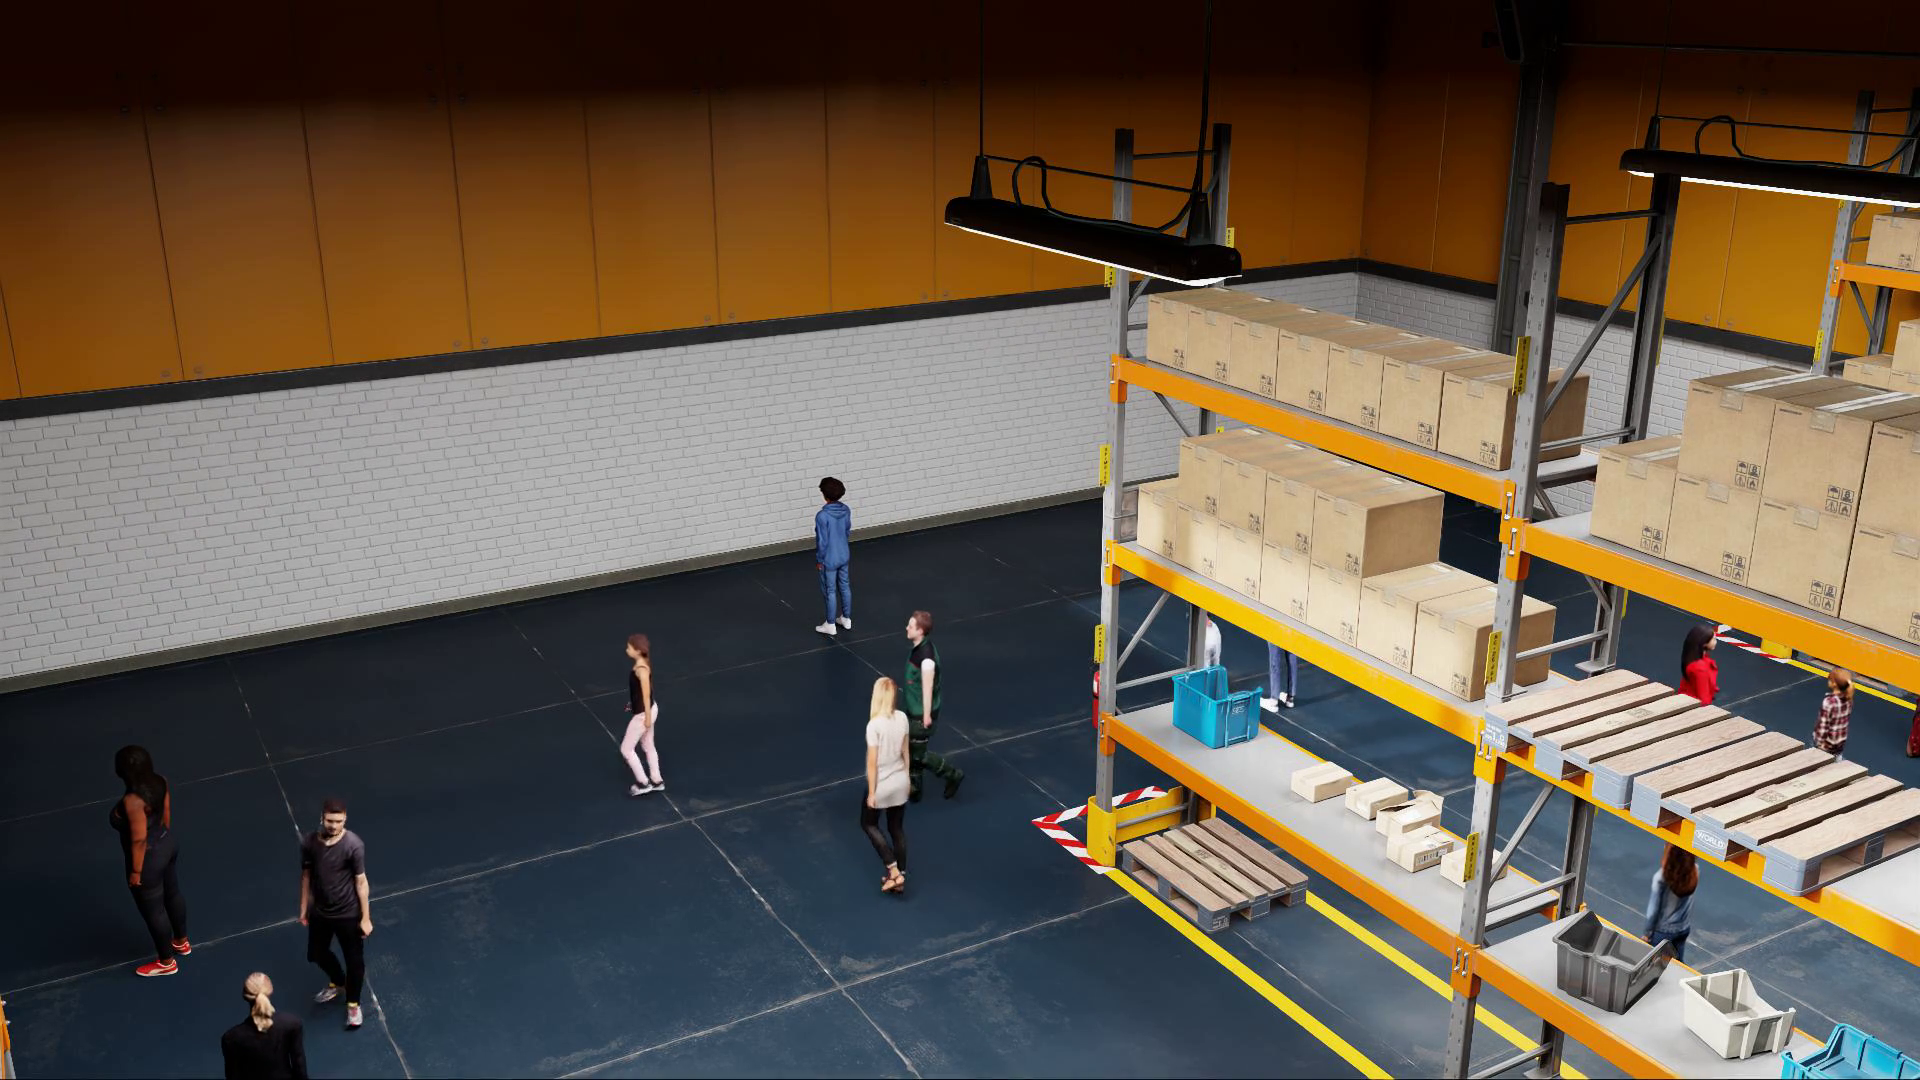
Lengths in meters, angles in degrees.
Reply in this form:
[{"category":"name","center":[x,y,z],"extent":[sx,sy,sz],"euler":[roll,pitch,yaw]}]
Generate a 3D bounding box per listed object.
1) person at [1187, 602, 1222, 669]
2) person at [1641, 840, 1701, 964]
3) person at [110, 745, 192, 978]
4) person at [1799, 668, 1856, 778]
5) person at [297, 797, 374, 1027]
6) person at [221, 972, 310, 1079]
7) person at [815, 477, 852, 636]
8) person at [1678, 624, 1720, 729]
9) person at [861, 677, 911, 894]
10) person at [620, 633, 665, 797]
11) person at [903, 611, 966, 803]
[{"category":"person","center":[2.302,1.382,15.092],"extent":[1.153,1.814,1.052],"euler":[8,20,22]},{"category":"person","center":[4.991,2.713,11.672],"extent":[0.575,1.474,0.513],"euler":[-7,20,-21]},{"category":"person","center":[-5.967,2.333,12.267],"extent":[0.831,1.816,0.727],"euler":[0,19,1]},{"category":"person","center":[7.770,1.785,14.744],"extent":[0.615,1.271,0.917],"euler":[-7,20,-21]},{"category":"person","center":[-4.360,2.577,11.644],"extent":[0.861,1.751,0.894],"euler":[6,19,16]},{"category":"person","center":[-3.962,3.314,9.578],"extent":[0.706,1.671,1.079],"euler":[-14,23,-37]},{"category":"person","center":[-1.425,0.164,18.717],"extent":[0.675,1.810,0.740],"euler":[16,24,40]},{"category":"person","center":[6.376,1.558,14.695],"extent":[0.820,1.734,0.764],"euler":[6,20,17]},{"category":"person","center":[-0.518,2.005,13.259],"extent":[0.758,1.803,0.713],"euler":[17,25,42]},{"category":"person","center":[-2.787,1.565,14.963],"extent":[0.686,1.549,0.622],"euler":[-1,19,-4]},{"category":"person","center":[-0.284,1.500,14.721],"extent":[0.916,1.828,0.956],"euler":[-2,19,-7]}]
